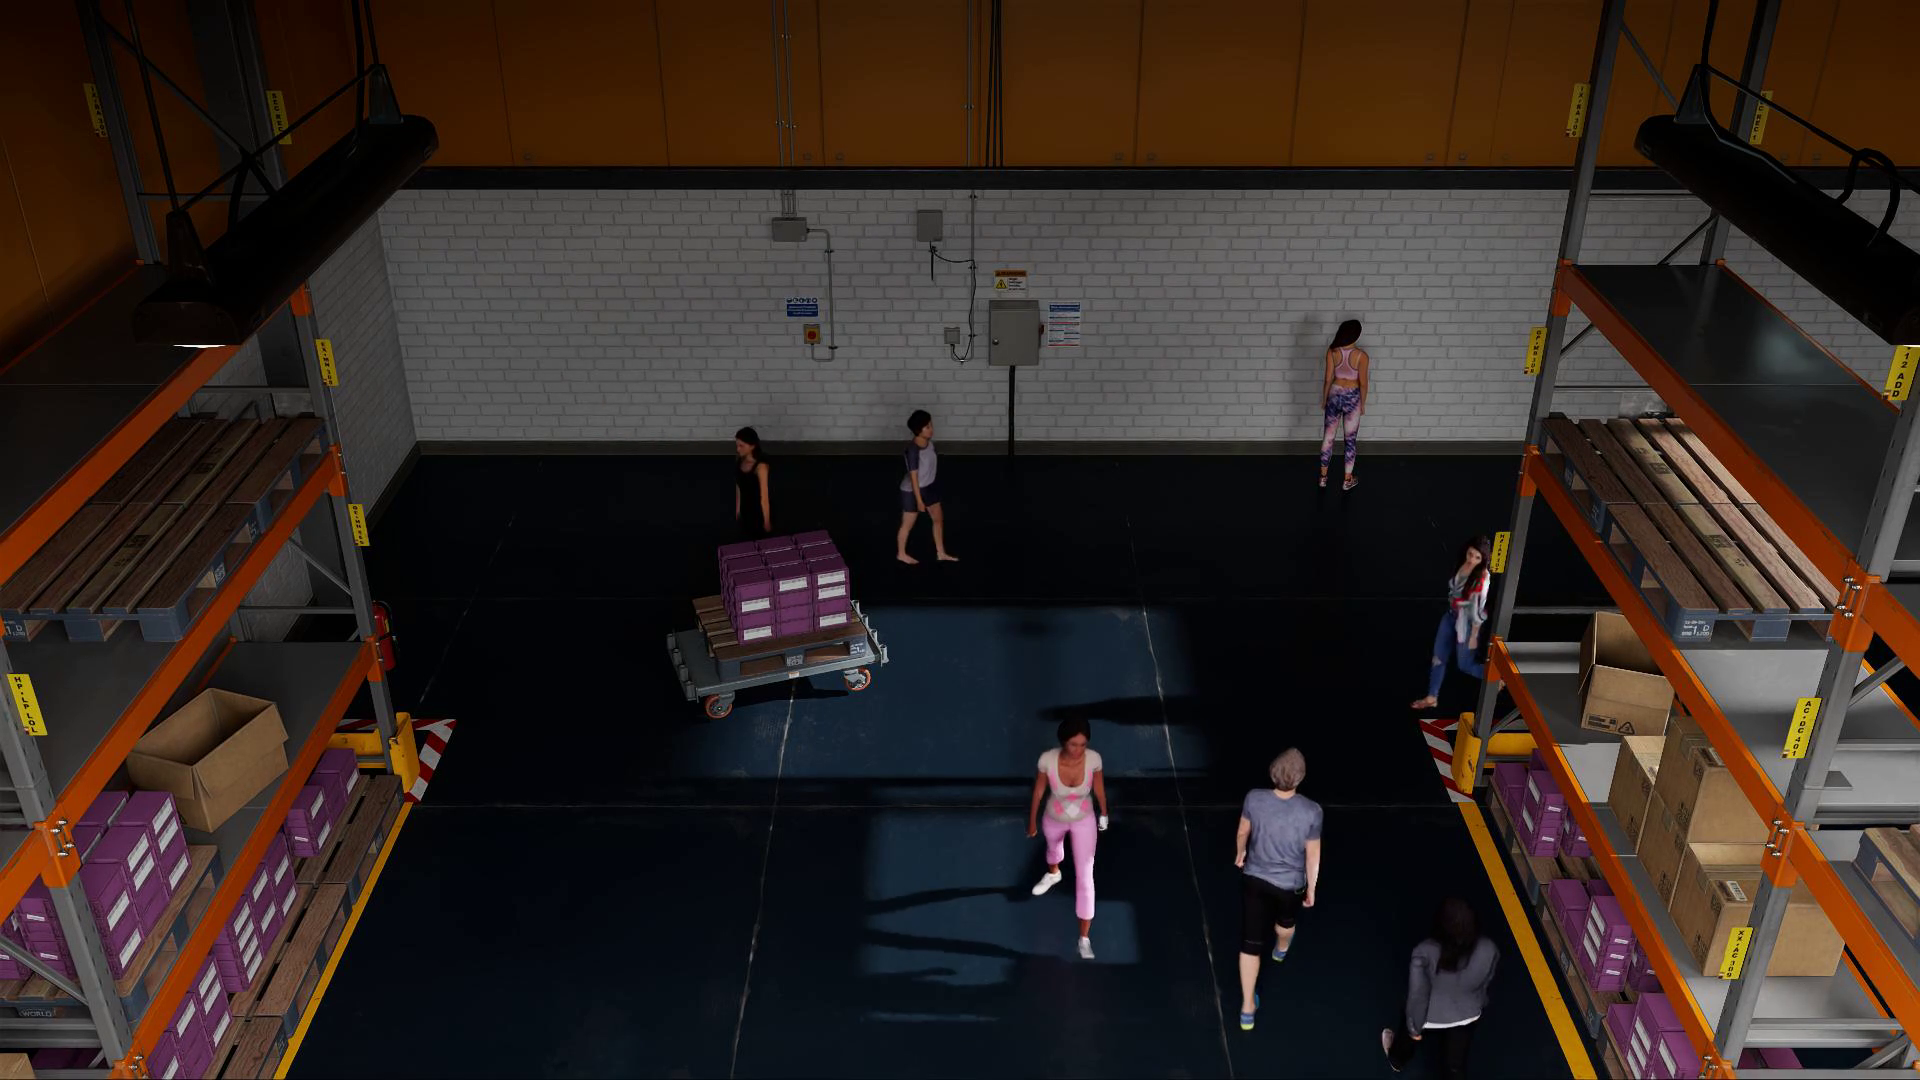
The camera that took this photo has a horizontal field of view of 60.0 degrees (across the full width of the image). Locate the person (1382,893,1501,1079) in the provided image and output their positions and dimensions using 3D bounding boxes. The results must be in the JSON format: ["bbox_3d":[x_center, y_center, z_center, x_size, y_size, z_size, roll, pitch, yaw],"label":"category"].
[{"bbox_3d":[2.725,2.684,9.299,0.666,1.556,0.968,-1,29,-1],"label":"person"}]

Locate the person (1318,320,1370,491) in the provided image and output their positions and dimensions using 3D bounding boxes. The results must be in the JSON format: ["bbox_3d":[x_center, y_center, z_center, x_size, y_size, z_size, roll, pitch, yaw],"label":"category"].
[{"bbox_3d":[3.799,-1.354,16.482,0.668,1.767,0.655,12,31,21],"label":"person"}]

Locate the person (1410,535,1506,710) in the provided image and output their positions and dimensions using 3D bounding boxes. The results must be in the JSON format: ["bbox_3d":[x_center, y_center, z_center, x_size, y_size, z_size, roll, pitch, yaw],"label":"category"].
[{"bbox_3d":[4.006,0.661,12.974,0.833,1.587,0.991,-6,29,-11],"label":"person"}]

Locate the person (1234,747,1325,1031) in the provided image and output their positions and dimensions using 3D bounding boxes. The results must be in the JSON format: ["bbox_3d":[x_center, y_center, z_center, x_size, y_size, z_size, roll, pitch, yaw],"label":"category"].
[{"bbox_3d":[1.872,2.124,10.033,0.945,1.835,1.289,9,30,16],"label":"person"}]

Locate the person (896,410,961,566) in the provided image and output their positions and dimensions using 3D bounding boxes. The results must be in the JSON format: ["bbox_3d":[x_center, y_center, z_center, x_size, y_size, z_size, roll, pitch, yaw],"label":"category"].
[{"bbox_3d":[-0.442,-0.477,15.111,0.834,1.539,0.850,13,31,22],"label":"person"}]

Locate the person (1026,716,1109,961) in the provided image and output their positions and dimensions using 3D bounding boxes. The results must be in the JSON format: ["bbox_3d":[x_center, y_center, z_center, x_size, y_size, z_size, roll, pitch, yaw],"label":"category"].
[{"bbox_3d":[0.701,1.798,10.794,0.727,1.679,1.173,4,29,7],"label":"person"}]

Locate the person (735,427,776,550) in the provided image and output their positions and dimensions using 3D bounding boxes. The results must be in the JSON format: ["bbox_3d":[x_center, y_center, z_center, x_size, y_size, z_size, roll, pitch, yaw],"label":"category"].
[{"bbox_3d":[-1.712,-0.246,14.546,0.830,1.675,0.769,-13,31,-23],"label":"person"}]
